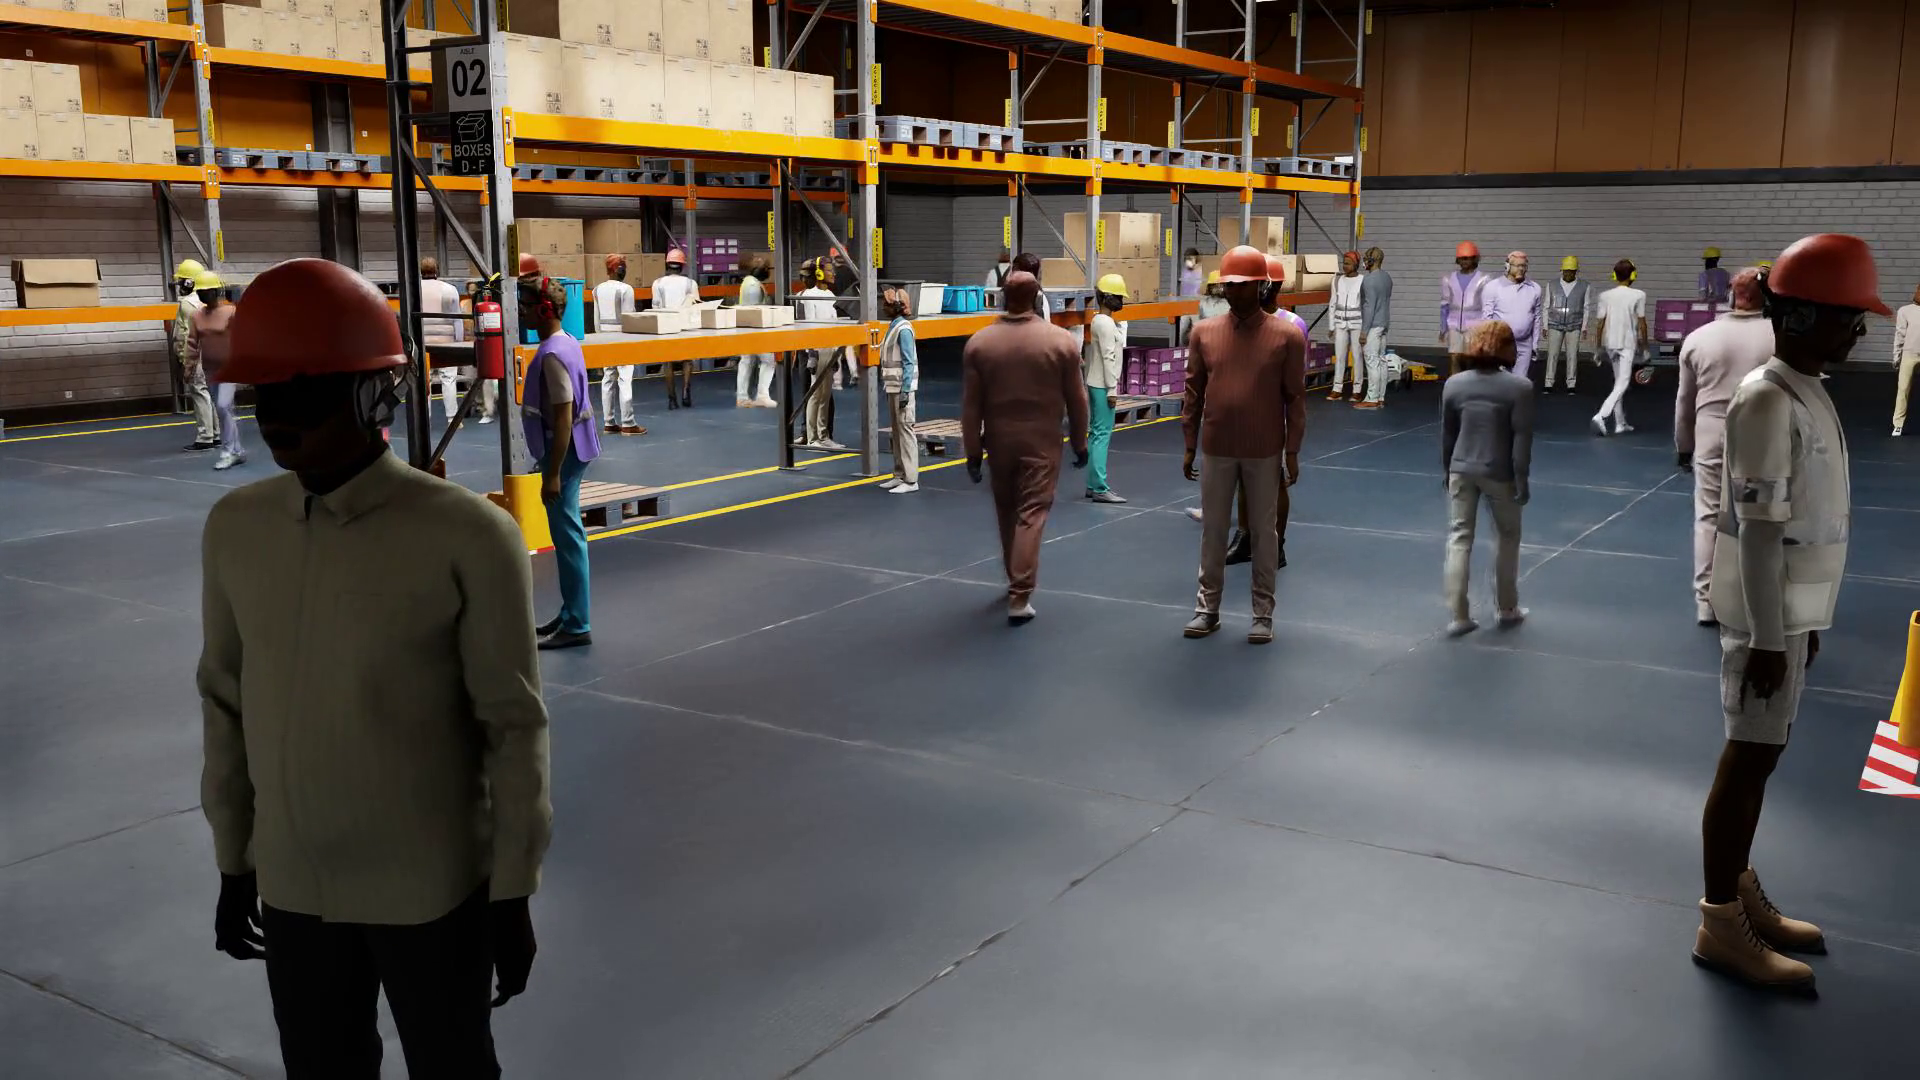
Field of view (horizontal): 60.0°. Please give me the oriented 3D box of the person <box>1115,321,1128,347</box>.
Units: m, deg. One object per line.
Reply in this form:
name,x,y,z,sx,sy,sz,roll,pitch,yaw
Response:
person,2.556,-3.876,27.662,0.627,1.844,0.429,-1,10,-6

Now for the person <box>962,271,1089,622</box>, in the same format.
person,0.366,-0.524,9.065,0.645,1.853,1.009,3,11,18

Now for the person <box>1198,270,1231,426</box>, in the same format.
person,2.826,-2.103,18.237,0.497,1.699,0.918,6,12,32

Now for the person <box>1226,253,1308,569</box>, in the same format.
person,1.848,-0.778,10.222,0.361,1.940,0.543,-10,14,-44

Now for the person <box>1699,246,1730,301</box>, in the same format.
person,11.244,-3.429,24.950,0.593,1.924,0.381,-5,12,-27

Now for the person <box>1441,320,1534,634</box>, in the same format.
person,2.772,-0.335,8.653,0.530,1.604,0.695,9,14,42

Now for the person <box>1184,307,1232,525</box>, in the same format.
person,1.934,-0.922,11.801,0.837,1.653,0.541,-4,11,-22

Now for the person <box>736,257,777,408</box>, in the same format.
person,-2.423,-2.487,20.030,0.650,1.809,0.752,-3,11,-15

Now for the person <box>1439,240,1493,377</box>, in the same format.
person,6.090,-2.579,19.982,0.618,2.027,0.662,6,12,31

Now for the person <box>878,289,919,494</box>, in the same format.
person,-0.488,-1.192,13.348,0.311,1.638,0.523,-3,11,-15

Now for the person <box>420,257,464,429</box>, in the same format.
person,-5.594,-2.078,17.695,0.627,1.846,0.429,-2,10,-9

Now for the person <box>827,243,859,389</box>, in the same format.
person,-1.625,-3.016,22.528,0.615,1.981,0.433,-6,12,-29

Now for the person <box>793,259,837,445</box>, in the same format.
person,-1.421,-1.802,16.175,0.505,1.840,0.346,7,12,35

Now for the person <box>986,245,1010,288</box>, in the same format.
person,0.687,-3.334,24.102,0.677,2.000,0.840,8,13,38

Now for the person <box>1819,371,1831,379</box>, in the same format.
person,12.653,-3.181,24.376,0.285,1.636,0.500,9,14,42

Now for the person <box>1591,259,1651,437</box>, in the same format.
person,6.835,-1.989,17.235,0.866,1.839,0.515,-7,12,-35

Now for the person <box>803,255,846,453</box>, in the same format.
person,-1.308,-1.780,15.953,0.321,1.876,0.532,4,11,21

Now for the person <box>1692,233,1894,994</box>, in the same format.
person,2.266,0.193,4.565,0.378,2.040,0.607,7,12,33

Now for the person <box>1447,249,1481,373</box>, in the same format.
person,7.097,-3.116,23.237,0.557,1.919,0.791,4,11,23

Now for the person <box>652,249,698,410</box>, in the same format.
person,-3.409,-2.520,19.935,0.563,1.913,0.565,-2,10,-9

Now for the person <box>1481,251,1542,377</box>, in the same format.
person,5.728,-2.035,17.276,0.643,1.909,0.411,-1,10,-6

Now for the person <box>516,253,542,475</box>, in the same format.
person,-3.608,-1.487,14.214,0.567,1.914,0.468,4,11,20

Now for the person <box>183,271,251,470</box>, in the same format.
person,-6.595,-1.491,14.690,0.550,1.738,0.697,2,10,13

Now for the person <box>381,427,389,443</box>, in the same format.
person,-5.067,-1.369,14.081,0.539,1.733,0.809,0,10,0

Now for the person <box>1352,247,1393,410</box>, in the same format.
person,4.945,-2.525,19.904,0.376,1.940,0.627,7,13,36

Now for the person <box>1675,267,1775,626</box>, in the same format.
person,4.184,-0.505,8.888,0.683,1.864,0.920,8,13,37

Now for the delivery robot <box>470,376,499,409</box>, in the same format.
delivery robot,-5.478,-1.756,19.205,0.477,0.478,0.707,-3,11,-13

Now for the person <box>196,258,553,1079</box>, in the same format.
person,-0.978,0.545,2.735,0.621,1.992,0.397,3,11,16

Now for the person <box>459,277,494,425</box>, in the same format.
person,-5.260,-2.091,18.351,0.542,1.615,0.485,4,11,19

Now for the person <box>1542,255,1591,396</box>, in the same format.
person,7.900,-2.795,21.711,0.586,1.827,0.404,4,11,21

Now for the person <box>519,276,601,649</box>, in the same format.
person,-1.988,-0.383,8.287,0.391,1.848,0.563,-2,10,-10

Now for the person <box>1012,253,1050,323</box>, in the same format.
person,0.586,-1.362,13.520,0.372,1.916,0.596,-1,10,-4

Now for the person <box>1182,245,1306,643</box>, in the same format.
person,1.413,-0.472,8.372,0.619,1.992,0.396,5,11,24

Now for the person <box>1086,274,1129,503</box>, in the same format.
person,1.140,-1.172,12.893,0.320,1.766,0.523,-1,10,-5

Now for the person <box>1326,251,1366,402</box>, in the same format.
person,4.900,-2.673,20.884,0.574,1.881,0.357,7,13,36

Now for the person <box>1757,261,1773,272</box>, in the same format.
person,9.599,-2.466,20.044,0.666,1.778,0.415,-9,14,-42

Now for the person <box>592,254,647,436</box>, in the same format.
person,-3.538,-2.018,17.254,0.576,1.882,0.355,7,12,33

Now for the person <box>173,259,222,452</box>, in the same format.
person,-7.308,-1.758,15.941,0.404,1.837,0.590,-1,10,-4

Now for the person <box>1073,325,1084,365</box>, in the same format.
person,1.958,-3.747,26.811,0.436,1.893,0.795,0,10,3

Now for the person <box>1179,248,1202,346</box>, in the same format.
person,3.257,-3.186,23.662,0.655,1.900,0.883,7,12,32

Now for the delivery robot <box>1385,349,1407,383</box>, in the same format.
delivery robot,5.786,-2.317,22.325,0.477,0.478,0.707,4,11,21

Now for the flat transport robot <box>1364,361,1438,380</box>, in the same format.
flat transport robot,6.431,-2.490,24.325,0.652,0.197,1.431,-1,10,-4

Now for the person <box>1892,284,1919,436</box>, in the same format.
person,9.879,-1.864,17.115,0.498,1.629,0.276,5,11,27
